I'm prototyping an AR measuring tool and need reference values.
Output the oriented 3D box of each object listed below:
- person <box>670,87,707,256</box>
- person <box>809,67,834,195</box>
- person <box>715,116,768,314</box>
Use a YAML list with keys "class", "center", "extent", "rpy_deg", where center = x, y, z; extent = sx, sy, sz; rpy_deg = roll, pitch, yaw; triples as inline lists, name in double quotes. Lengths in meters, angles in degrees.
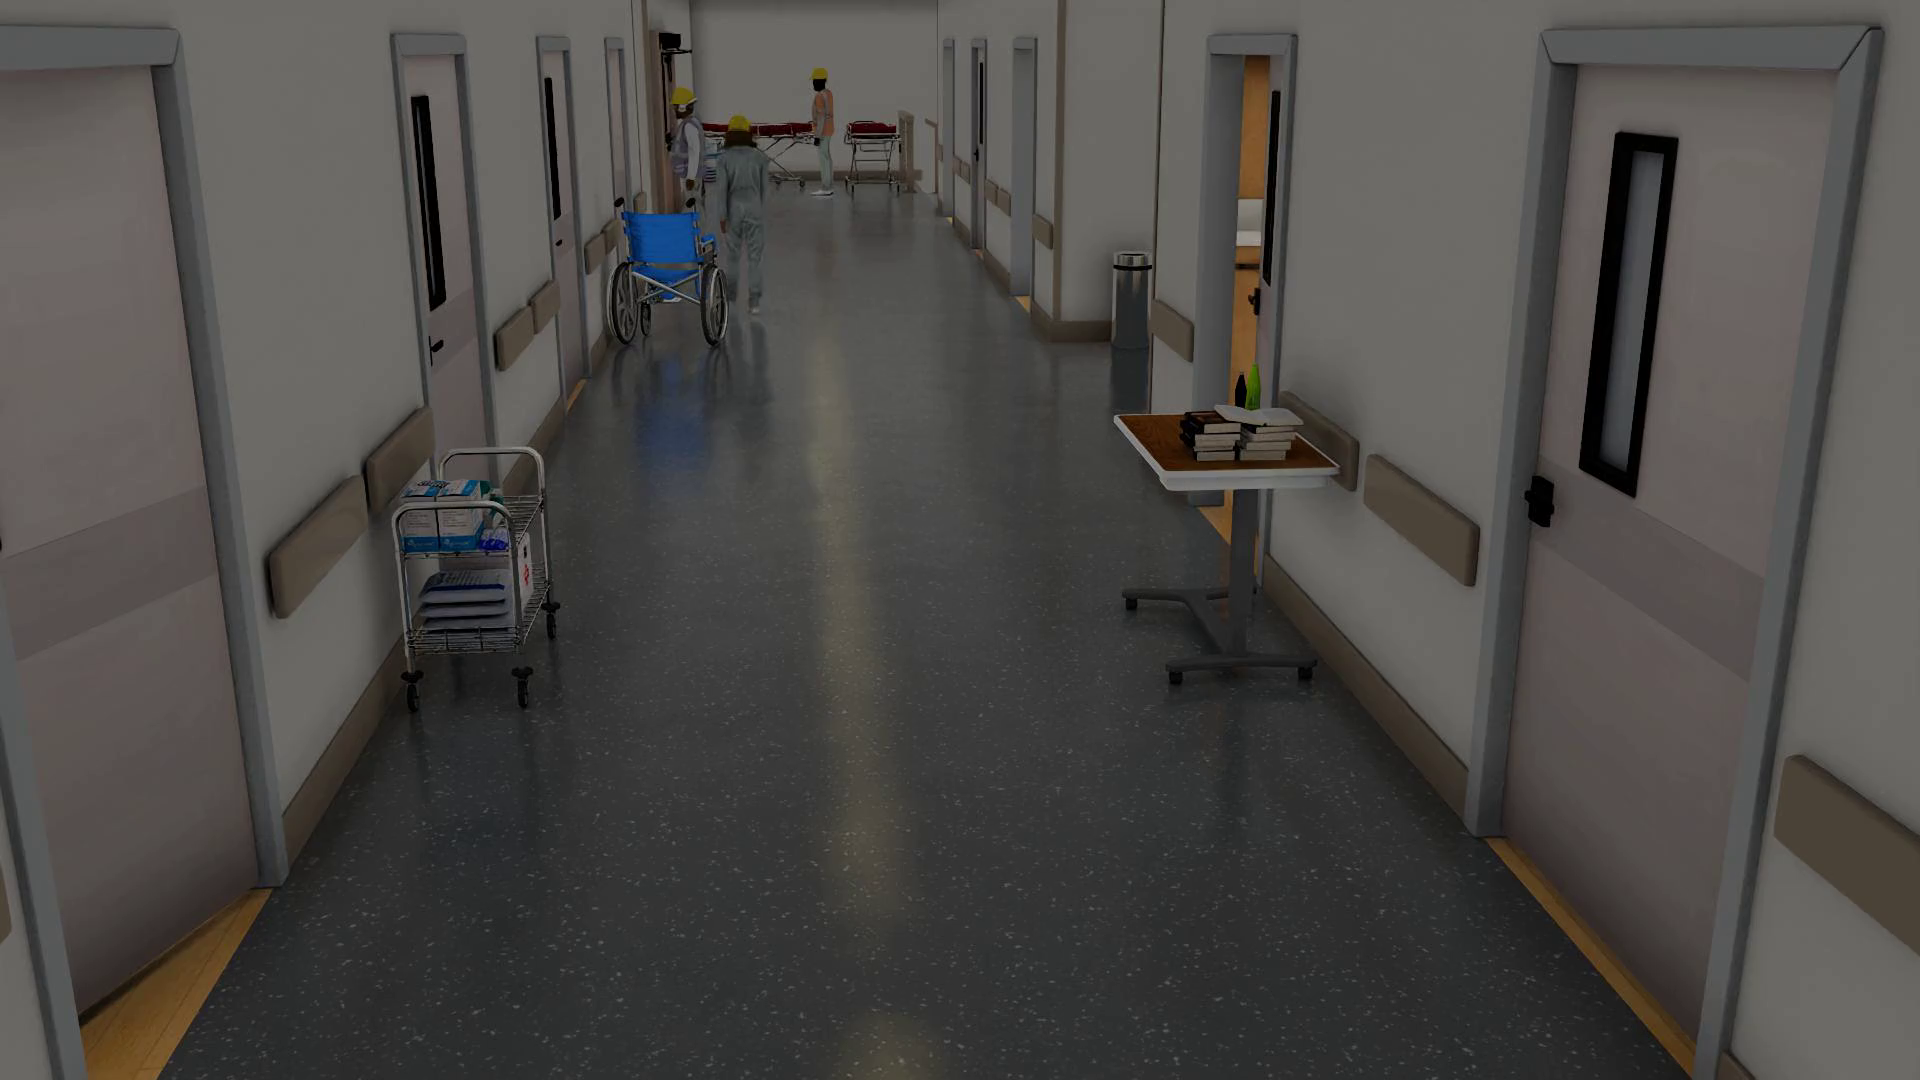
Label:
- class: "person"
  center: [-2.992, -4.056, 18.369]
  extent: [0.403, 1.828, 0.594]
  rpy_deg: [-2, 17, -8]
- class: "person"
  center: [-2.132, -6.309, 25.726]
  extent: [0.360, 1.930, 0.587]
  rpy_deg: [2, 17, 8]
- class: "person"
  center: [-1.902, -2.851, 14.589]
  extent: [0.475, 1.677, 0.972]
  rpy_deg: [-4, 17, -14]
